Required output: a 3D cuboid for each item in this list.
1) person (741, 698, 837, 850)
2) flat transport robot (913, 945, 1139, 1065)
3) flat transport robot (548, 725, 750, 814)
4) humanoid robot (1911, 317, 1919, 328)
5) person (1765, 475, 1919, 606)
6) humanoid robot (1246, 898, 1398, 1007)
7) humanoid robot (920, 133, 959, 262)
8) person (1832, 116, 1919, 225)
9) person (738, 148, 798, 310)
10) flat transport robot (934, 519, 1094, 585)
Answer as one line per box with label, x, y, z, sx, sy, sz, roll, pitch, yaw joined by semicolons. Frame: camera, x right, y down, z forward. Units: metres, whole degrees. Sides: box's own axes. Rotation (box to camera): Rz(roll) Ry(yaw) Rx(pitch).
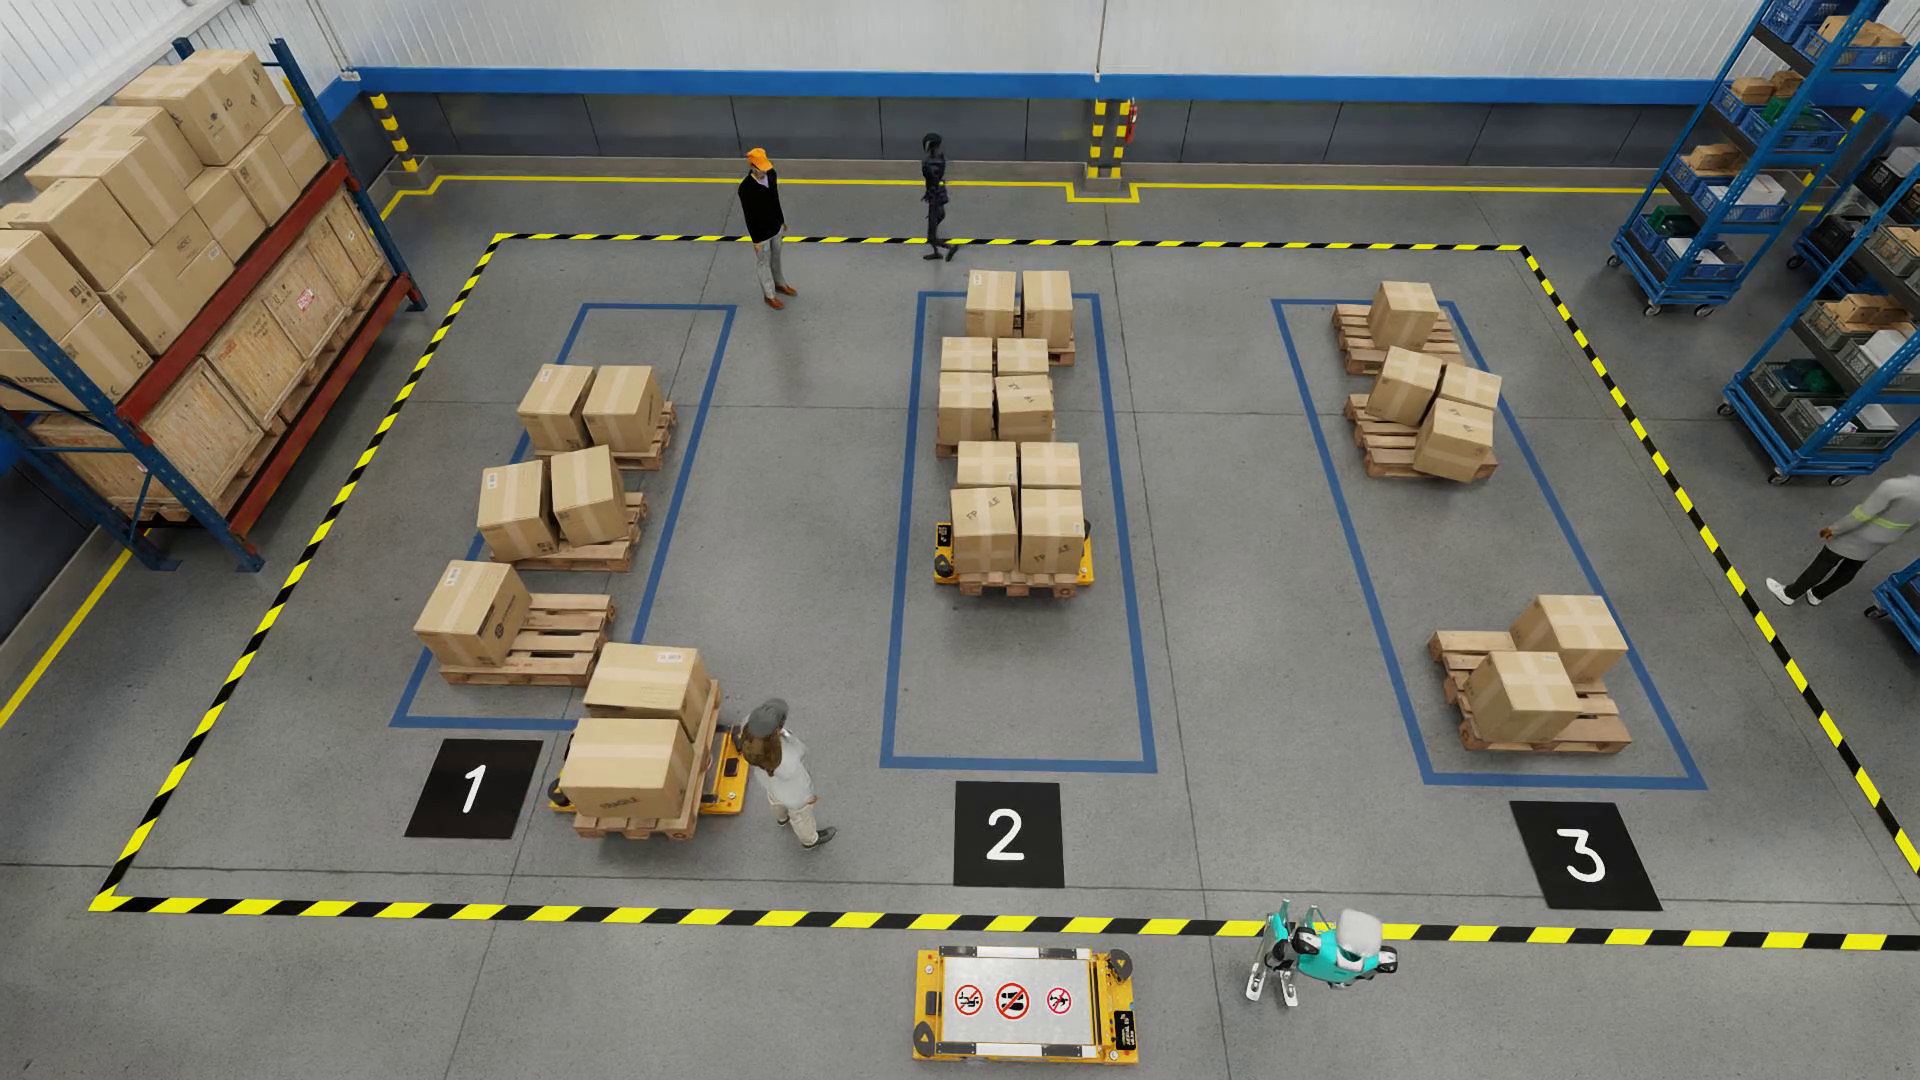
person;-1.192;1.610;6.204;0.565;1.769;0.396;37;59;26
flat transport robot;0.422;3.041;6.007;1.431;0.231;0.659;1;51;1
flat transport robot;-2.356;1.747;7.044;1.431;0.197;0.652;1;51;1
humanoid robot;9.349;-2.043;9.276;0.615;1.634;0.772;3;51;3
person;7.477;-0.101;7.549;0.587;1.849;0.395;4;51;3
humanoid robot;2.115;2.380;5.515;0.533;1.672;0.735;10;52;8
humanoid robot;-0.261;-4.027;10.857;0.408;1.641;0.603;-6;51;-5
person;11.067;-4.357;10.962;0.632;1.936;0.352;36;59;26
person;-2.156;-3.497;10.299;0.383;1.878;0.585;23;54;18
flat transport robot;0.490;0.087;8.397;1.431;0.197;0.652;1;51;1
